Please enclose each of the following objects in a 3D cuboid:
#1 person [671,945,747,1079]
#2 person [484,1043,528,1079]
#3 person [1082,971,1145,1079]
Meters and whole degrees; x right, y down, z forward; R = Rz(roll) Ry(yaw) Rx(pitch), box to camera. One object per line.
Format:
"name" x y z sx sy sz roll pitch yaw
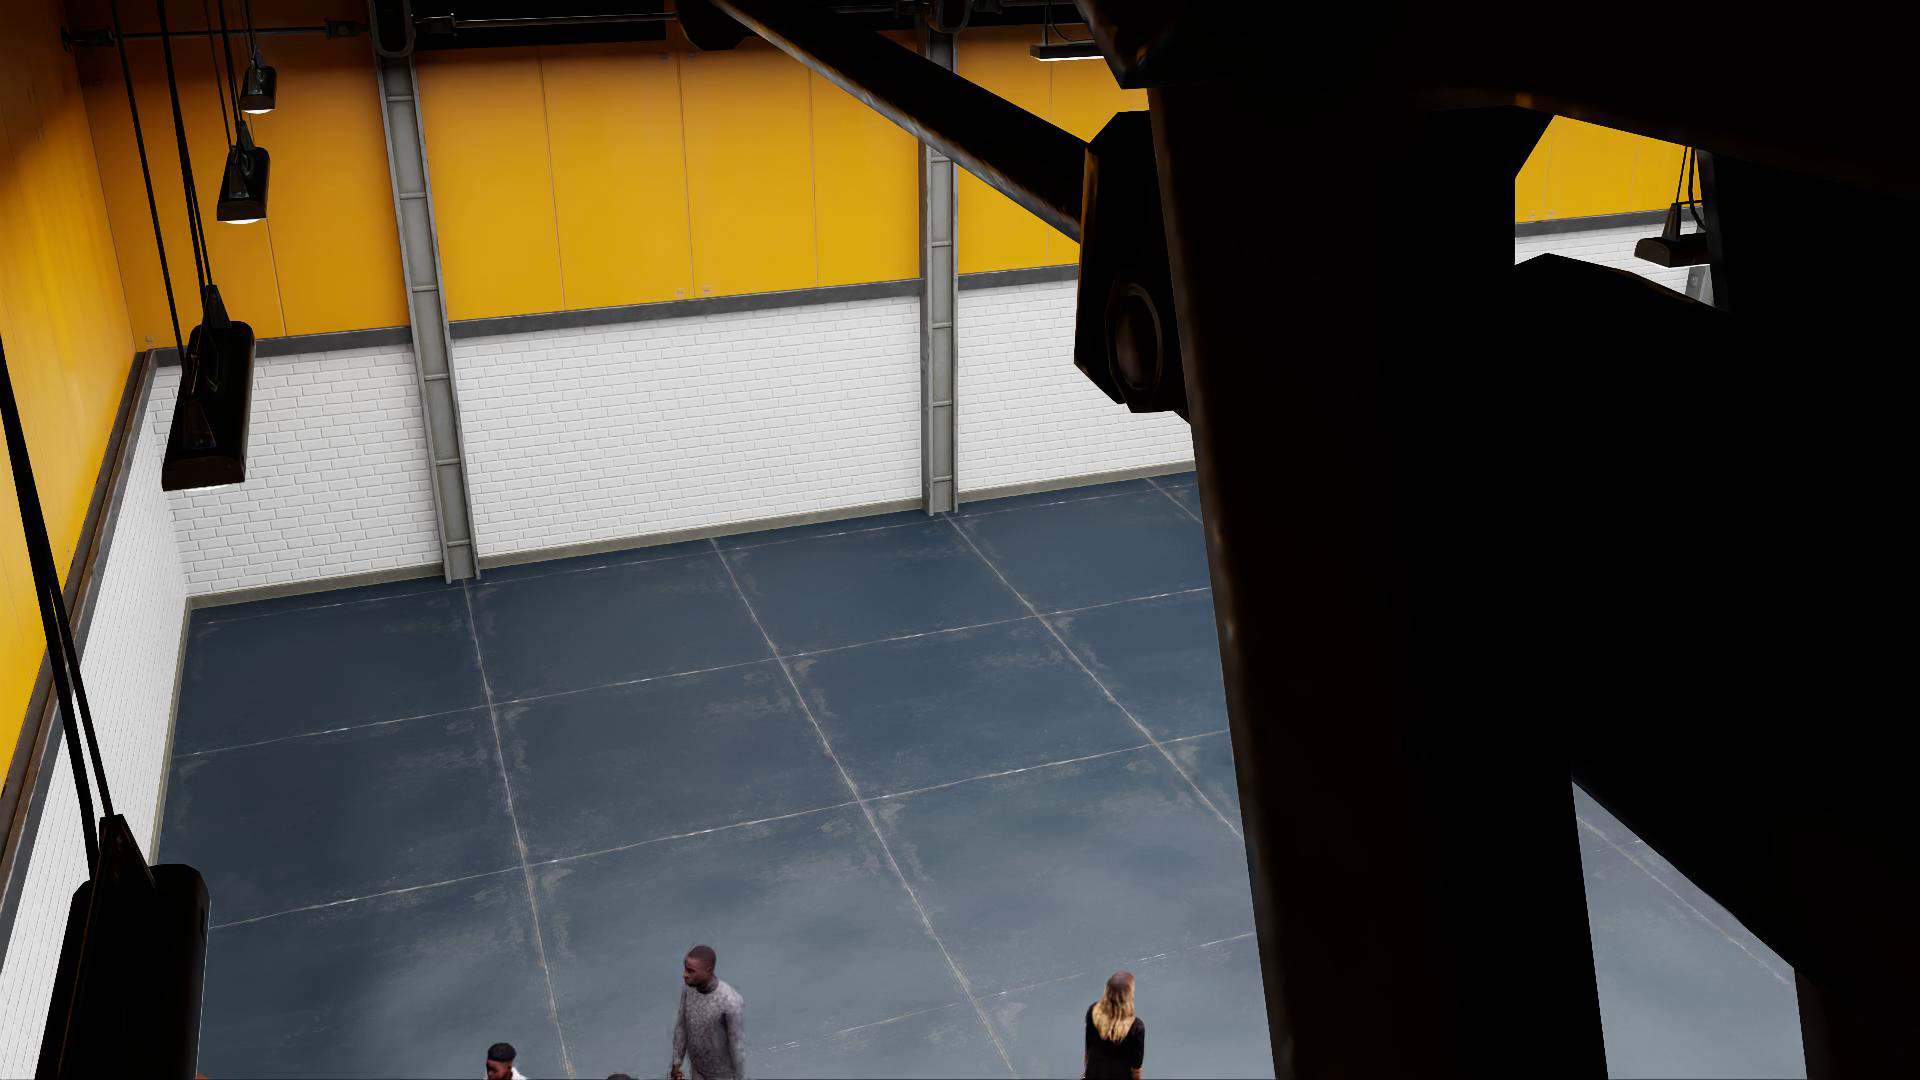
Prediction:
"person" -1.568 3.356 10.735 0.786 1.823 0.782 15 28 31
"person" -2.858 3.723 10.599 0.566 1.259 0.622 12 27 26
"person" 0.934 3.497 10.622 0.887 1.654 0.933 10 26 22
